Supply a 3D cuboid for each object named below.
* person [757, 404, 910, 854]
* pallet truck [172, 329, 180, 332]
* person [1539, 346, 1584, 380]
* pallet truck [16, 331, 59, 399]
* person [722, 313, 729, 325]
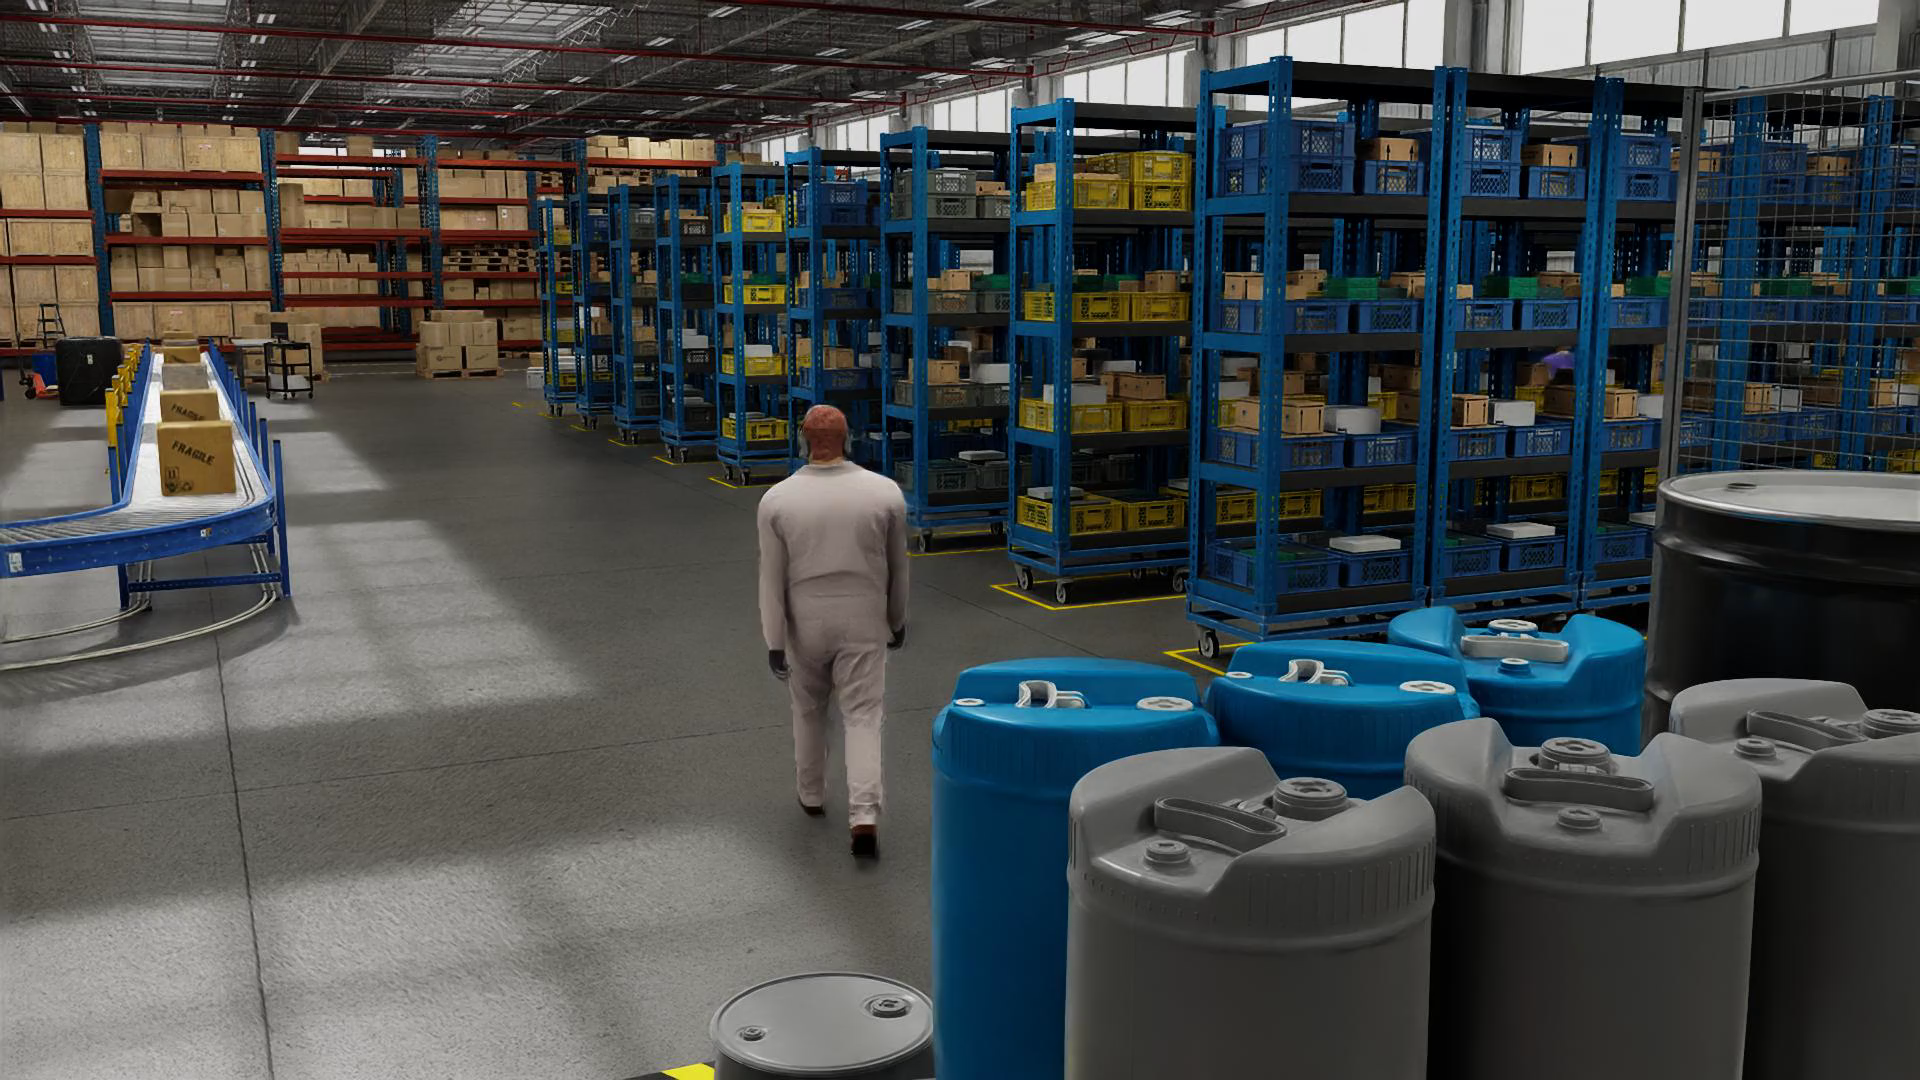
[{"bbox_3d":[-0.523,0.358,7.027,0.641,1.864,0.974,-1,9,-6],"label":"person"},{"bbox_3d":[-17.275,-3.851,35.096,1.601,1.201,0.680,0,9,1],"label":"pallet truck"},{"bbox_3d":[6.411,-1.352,17.748,0.570,1.825,0.439,-3,10,-19],"label":"person"},{"bbox_3d":[-17.082,-3.353,31.781,1.630,1.274,0.653,-4,10,-25],"label":"pallet truck"},{"bbox_3d":[-6.108,-5.646,43.899,0.621,1.977,0.534,7,12,38],"label":"person"}]
